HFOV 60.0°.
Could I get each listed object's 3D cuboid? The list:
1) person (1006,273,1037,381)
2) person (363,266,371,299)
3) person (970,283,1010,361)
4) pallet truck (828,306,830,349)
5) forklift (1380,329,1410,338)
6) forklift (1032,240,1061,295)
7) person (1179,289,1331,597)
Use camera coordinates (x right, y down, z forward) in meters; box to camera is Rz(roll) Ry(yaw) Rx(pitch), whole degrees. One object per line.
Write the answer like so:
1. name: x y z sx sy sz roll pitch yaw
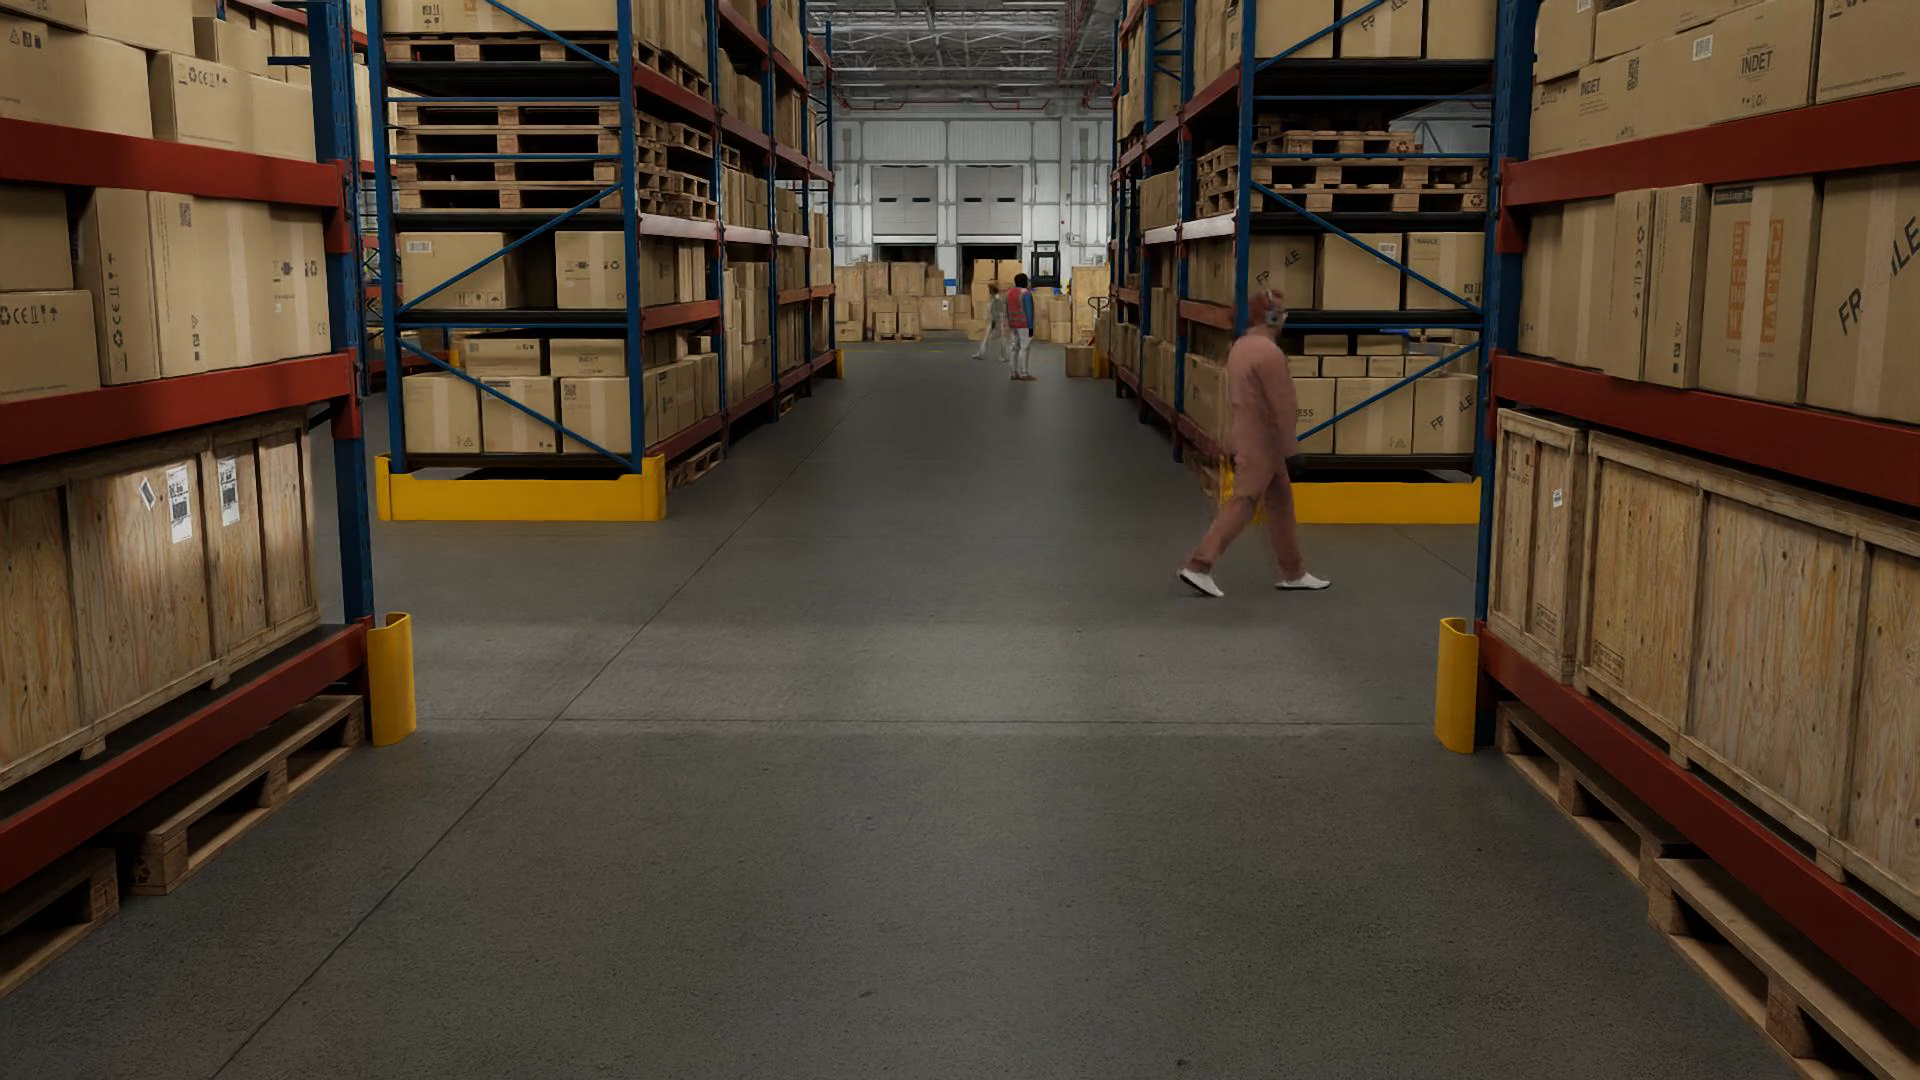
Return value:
1. person: 1.058 -3.647 28.510 0.429 1.847 0.626 -7 12 -37
2. person: -21.316 -8.805 59.304 0.639 1.875 0.634 -4 10 -24
3. person: 0.642 -4.433 33.951 0.842 1.592 0.550 -3 10 -16
4. pallet truck: -3.100 -3.940 29.800 1.885 1.965 0.823 3 10 19
5. forklift: 5.389 -3.361 23.692 1.873 2.768 1.129 0 9 1
6. forklift: 3.172 -9.648 61.356 1.129 2.768 1.873 0 9 1
7. person: 1.794 -0.585 10.090 0.960 1.870 0.635 0 9 -2
